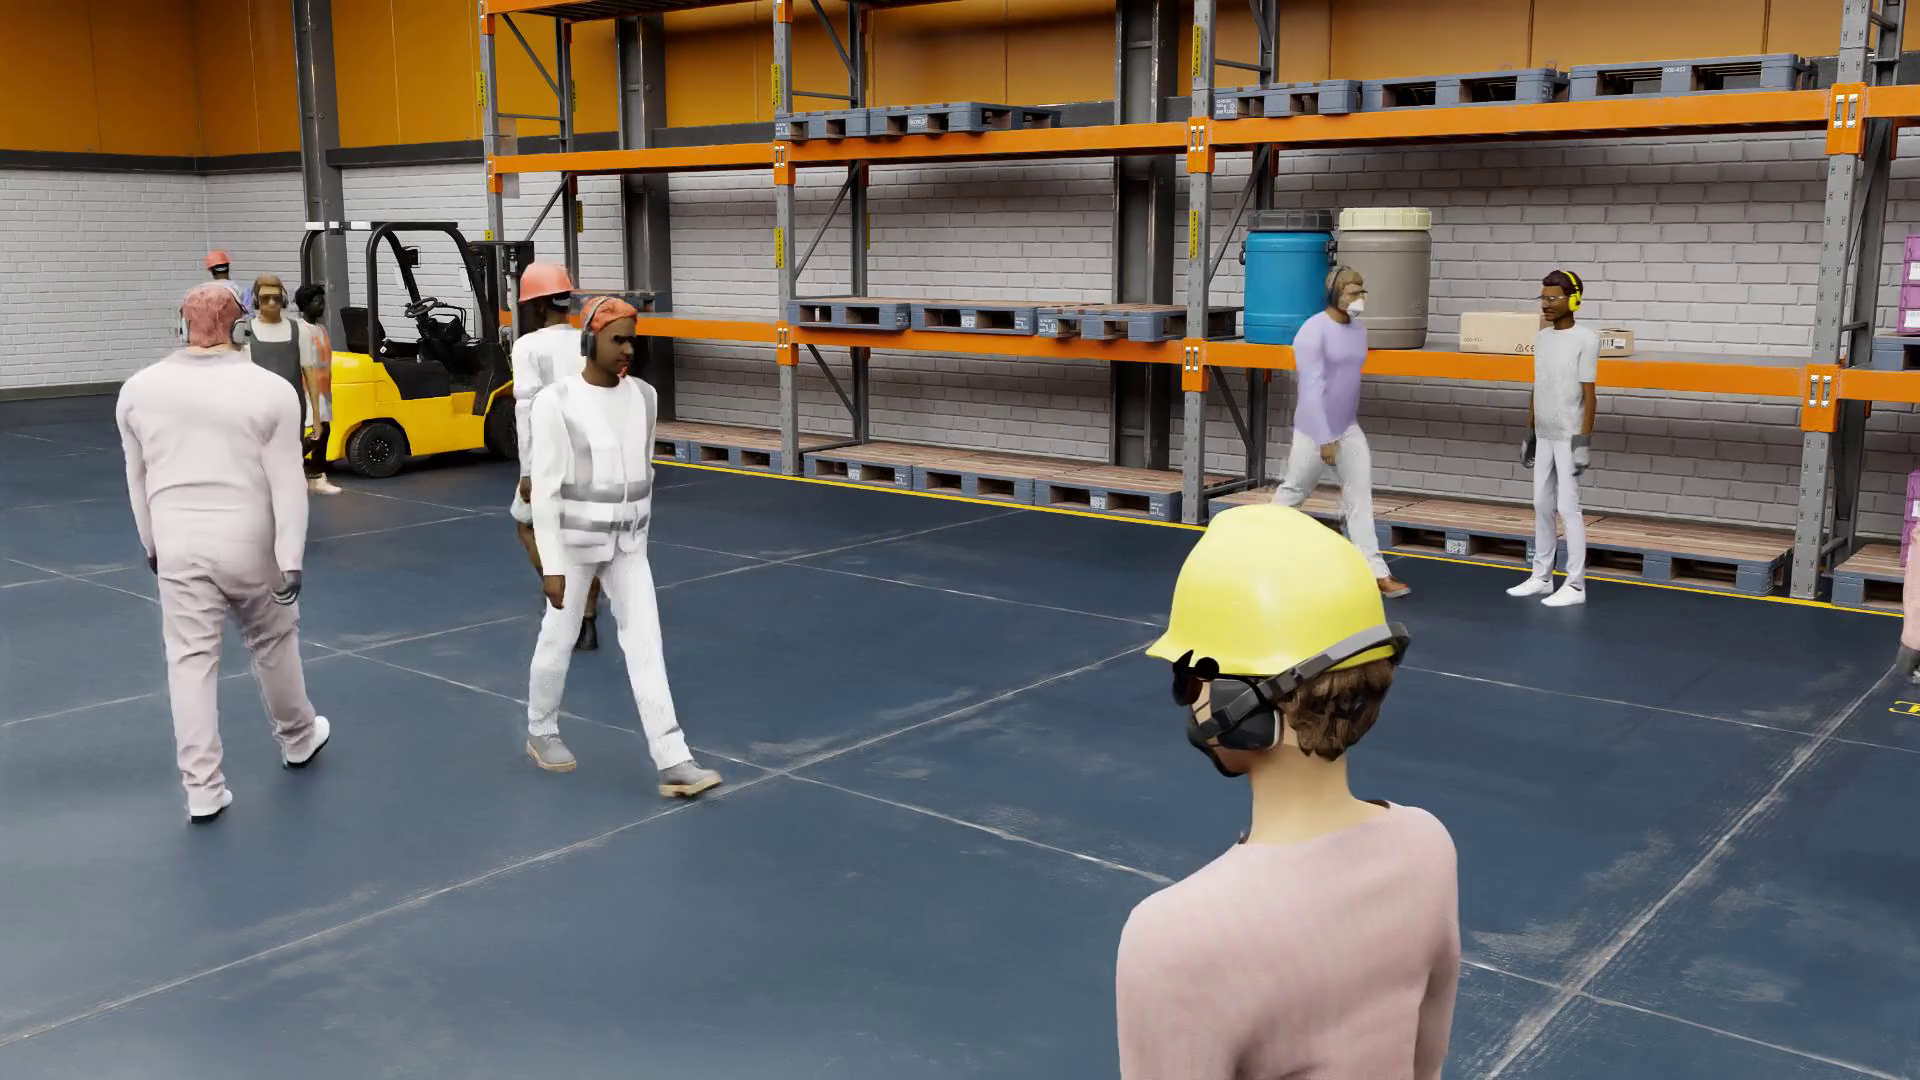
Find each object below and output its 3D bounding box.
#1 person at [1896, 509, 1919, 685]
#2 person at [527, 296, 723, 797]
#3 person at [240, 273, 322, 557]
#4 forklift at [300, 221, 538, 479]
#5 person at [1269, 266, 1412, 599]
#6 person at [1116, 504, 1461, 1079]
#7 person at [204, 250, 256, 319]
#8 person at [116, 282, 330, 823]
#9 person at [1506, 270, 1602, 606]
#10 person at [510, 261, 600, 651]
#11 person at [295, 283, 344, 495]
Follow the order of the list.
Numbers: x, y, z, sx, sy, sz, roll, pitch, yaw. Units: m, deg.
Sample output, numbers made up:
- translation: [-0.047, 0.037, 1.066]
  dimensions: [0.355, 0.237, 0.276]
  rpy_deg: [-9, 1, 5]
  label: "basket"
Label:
- translation: [2.987, 0.272, 4.611]
  dimensions: [0.519, 1.867, 0.666]
  rpy_deg: [-5, 11, -25]
  label: "person"
- translation: [-1.320, 0.022, 6.130]
  dimensions: [1.038, 1.827, 0.605]
  rpy_deg: [9, 13, 40]
  label: "person"
- translation: [-4.464, -0.827, 10.854]
  dimensions: [0.516, 1.819, 0.875]
  rpy_deg: [-7, 12, -34]
  label: "person"
- translation: [-4.922, -1.741, 14.854]
  dimensions: [1.214, 2.155, 2.313]
  rpy_deg: [8, 13, 38]
  label: "forklift"
- translation: [2.108, -0.628, 9.569]
  dimensions: [0.623, 1.883, 1.060]
  rpy_deg: [-8, 13, -38]
  label: "person"
- translation: [0.330, 0.836, 1.788]
  dimensions: [0.518, 1.756, 0.345]
  rpy_deg: [-10, 14, -43]
  label: "person"
- translation: [-7.620, -2.044, 17.360]
  dimensions: [0.608, 1.916, 0.424]
  rpy_deg: [-3, 11, -15]
  label: "person"
- translation: [-2.646, 0.012, 6.037]
  dimensions: [0.658, 1.860, 0.954]
  rpy_deg: [-1, 10, -6]
  label: "person"
- translation: [3.329, -0.563, 9.267]
  dimensions: [0.318, 1.860, 0.512]
  rpy_deg: [-4, 11, -19]
  label: "person"
- translation: [-1.965, -0.400, 8.193]
  dimensions: [0.470, 1.913, 0.574]
  rpy_deg: [9, 14, 42]
  label: "person"
- translation: [-5.116, -1.179, 13.130]
  dimensions: [0.384, 1.686, 0.552]
  rpy_deg: [1, 10, 4]
  label: "person"
